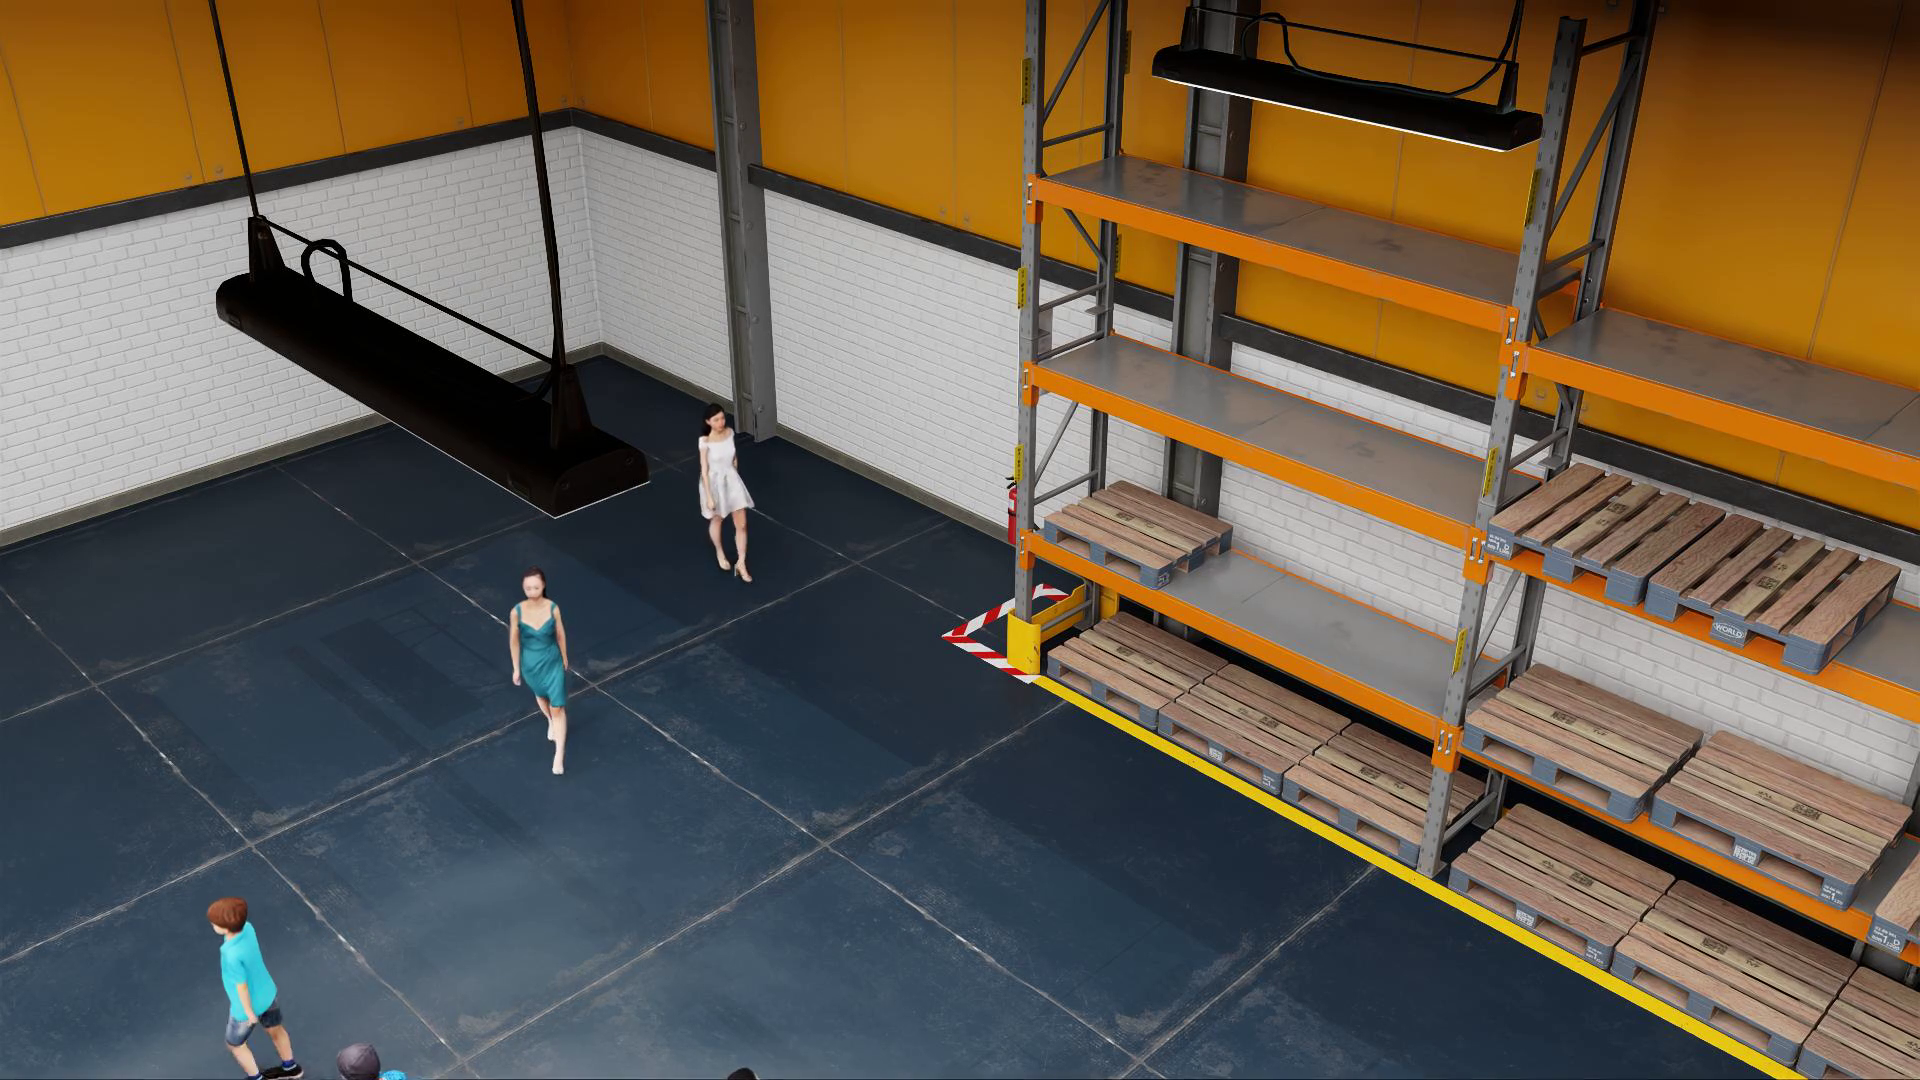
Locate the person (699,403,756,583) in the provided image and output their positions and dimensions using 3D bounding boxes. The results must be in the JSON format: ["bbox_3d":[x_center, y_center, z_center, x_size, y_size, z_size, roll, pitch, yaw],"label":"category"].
[{"bbox_3d":[-2.269,-0.474,15.435,0.658,1.751,0.841,-21,35,-33],"label":"person"}]

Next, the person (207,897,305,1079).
[{"bbox_3d":[-4.165,2.707,9.934,0.744,1.436,0.684,0,29,1],"label":"person"}]

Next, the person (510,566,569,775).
[{"bbox_3d":[-3.255,0.947,12.945,0.951,1.642,1.087,-4,29,-7],"label":"person"}]

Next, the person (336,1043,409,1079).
[{"bbox_3d":[-2.862,3.273,8.528,0.969,1.788,0.766,16,32,26],"label":"person"}]
